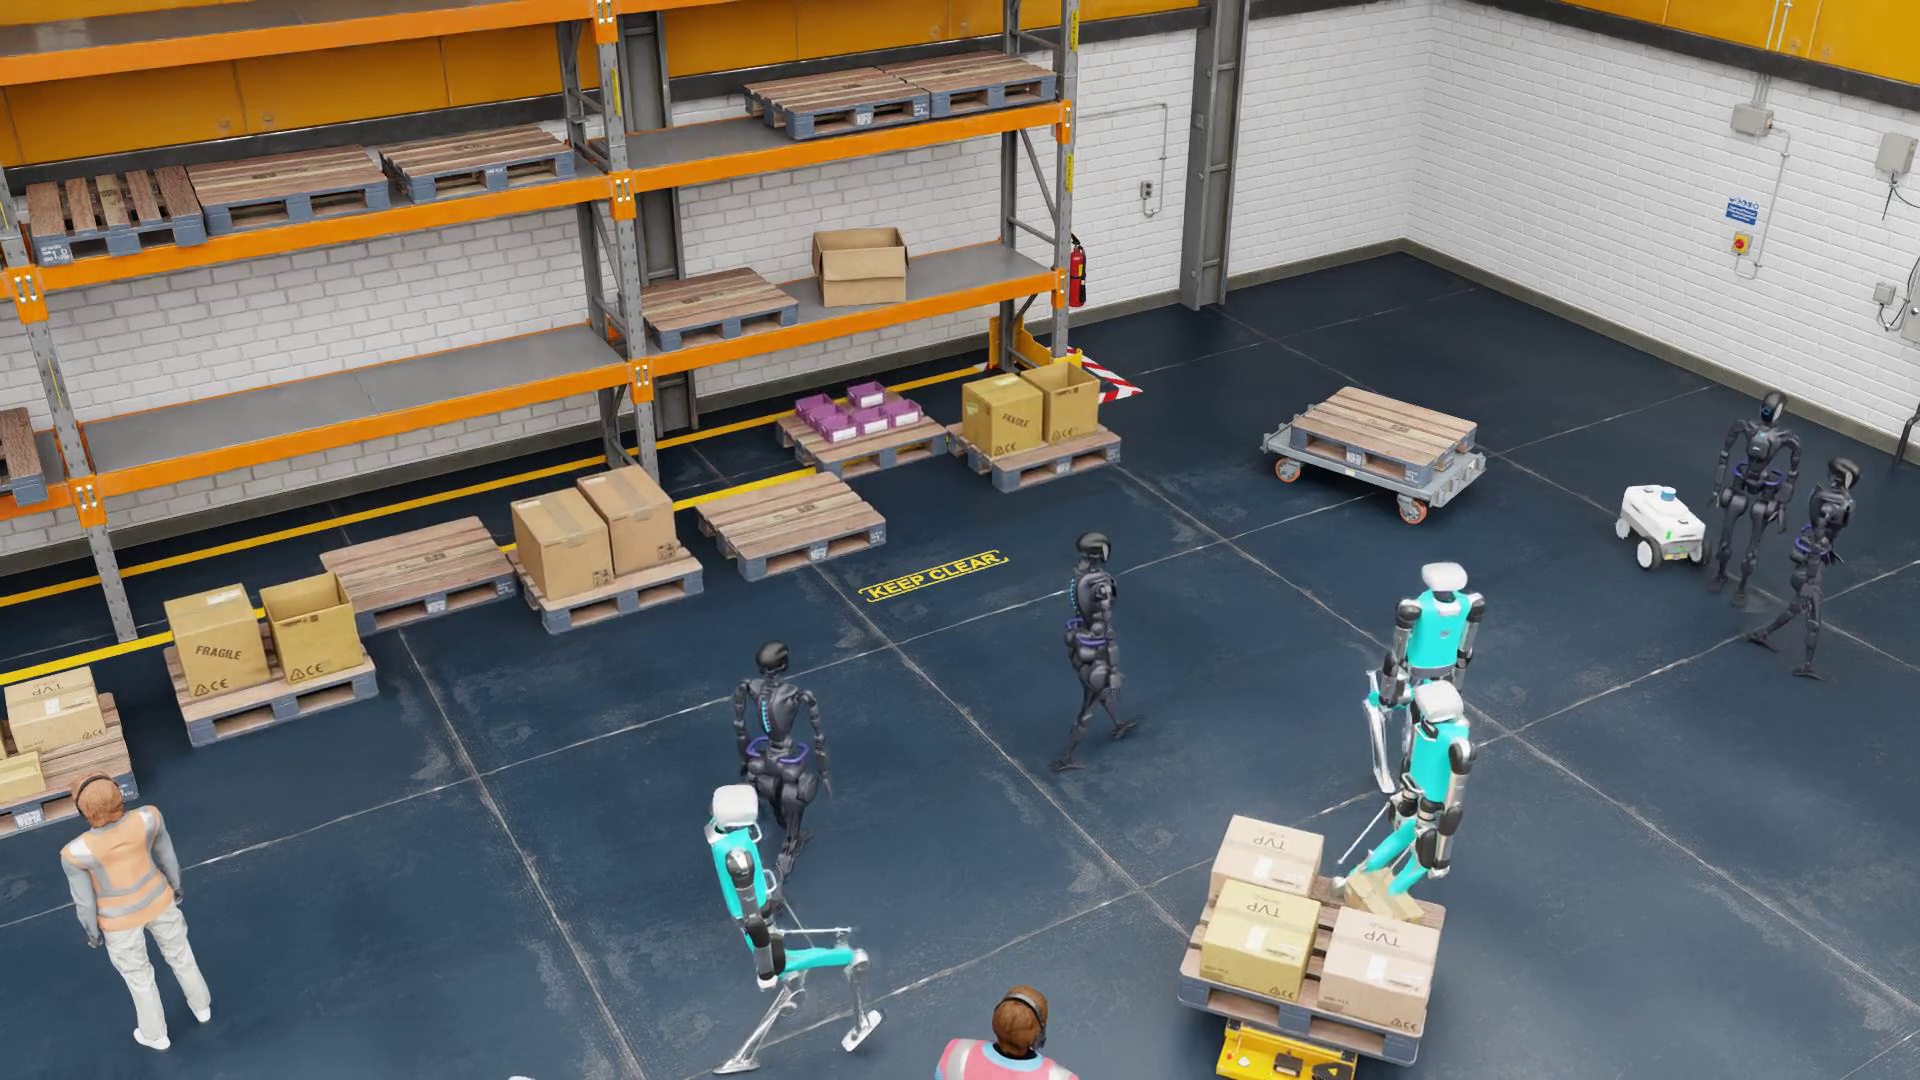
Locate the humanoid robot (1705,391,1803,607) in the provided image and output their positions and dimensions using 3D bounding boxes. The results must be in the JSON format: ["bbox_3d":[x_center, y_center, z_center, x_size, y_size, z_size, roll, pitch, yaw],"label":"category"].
[{"bbox_3d":[5.760,-0.321,12.112,0.588,1.650,0.384,23,37,35],"label":"humanoid robot"}]

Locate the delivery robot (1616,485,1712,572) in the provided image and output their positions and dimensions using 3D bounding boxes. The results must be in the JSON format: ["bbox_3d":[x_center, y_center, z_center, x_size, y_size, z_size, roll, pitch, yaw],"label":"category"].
[{"bbox_3d":[5.445,-0.112,12.892,0.499,0.606,0.807,-4,30,-8],"label":"delivery robot"}]

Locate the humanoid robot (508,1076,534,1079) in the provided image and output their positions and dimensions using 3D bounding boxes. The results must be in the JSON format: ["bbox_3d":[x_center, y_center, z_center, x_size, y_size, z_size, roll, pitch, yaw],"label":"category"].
[{"bbox_3d":[-1.658,2.978,6.311,0.547,1.875,0.818,7,30,12],"label":"humanoid robot"}]

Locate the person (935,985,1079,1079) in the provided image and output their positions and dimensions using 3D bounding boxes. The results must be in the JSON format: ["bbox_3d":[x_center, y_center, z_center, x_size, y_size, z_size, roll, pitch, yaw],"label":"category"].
[{"bbox_3d":[0.215,2.565,6.853,0.628,1.835,0.431,11,31,18],"label":"person"}]

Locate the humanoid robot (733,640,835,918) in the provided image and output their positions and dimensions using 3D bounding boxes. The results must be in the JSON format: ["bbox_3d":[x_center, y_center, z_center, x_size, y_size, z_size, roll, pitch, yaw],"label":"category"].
[{"bbox_3d":[-1.010,1.279,9.326,0.603,1.630,0.784,11,31,18],"label":"humanoid robot"}]

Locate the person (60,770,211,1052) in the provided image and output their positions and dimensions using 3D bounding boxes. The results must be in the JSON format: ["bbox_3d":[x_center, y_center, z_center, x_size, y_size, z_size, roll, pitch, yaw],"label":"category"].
[{"bbox_3d":[-4.115,1.851,8.301,0.311,1.639,0.516,22,36,33],"label":"person"}]

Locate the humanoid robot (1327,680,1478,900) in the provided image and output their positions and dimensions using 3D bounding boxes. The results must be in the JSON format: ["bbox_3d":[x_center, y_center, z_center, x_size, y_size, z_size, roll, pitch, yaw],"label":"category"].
[{"bbox_3d":[2.166,1.587,8.730,0.881,1.824,0.548,-7,30,-11],"label":"humanoid robot"}]

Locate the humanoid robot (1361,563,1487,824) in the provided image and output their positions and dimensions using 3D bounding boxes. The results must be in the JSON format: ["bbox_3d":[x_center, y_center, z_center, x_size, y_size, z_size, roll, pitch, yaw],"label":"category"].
[{"bbox_3d":[2.706,0.831,10.020,0.537,1.789,0.779,-5,30,-9],"label":"humanoid robot"}]

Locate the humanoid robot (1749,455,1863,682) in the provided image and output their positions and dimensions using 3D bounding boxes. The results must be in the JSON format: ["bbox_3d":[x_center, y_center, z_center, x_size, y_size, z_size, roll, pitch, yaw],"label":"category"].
[{"bbox_3d":[5.851,0.142,11.325,0.608,1.643,0.621,20,35,32],"label":"humanoid robot"}]

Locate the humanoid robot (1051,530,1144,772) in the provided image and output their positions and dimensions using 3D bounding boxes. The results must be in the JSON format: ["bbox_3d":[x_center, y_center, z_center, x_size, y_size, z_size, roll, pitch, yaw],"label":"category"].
[{"bbox_3d":[0.903,0.683,10.359,0.717,1.625,0.601,-9,31,-15],"label":"humanoid robot"}]

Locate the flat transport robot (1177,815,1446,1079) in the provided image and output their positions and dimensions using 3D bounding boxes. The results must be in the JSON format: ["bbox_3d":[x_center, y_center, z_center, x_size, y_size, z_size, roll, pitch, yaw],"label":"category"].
[{"bbox_3d":[1.850,2.358,8.801,0.659,0.231,1.431,11,31,19],"label":"flat transport robot"}]

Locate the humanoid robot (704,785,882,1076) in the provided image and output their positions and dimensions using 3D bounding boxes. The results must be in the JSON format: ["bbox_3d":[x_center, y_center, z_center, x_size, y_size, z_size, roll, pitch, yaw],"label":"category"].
[{"bbox_3d":[-0.732,1.903,8.175,1.037,1.783,0.535,-9,31,-16],"label":"humanoid robot"}]
